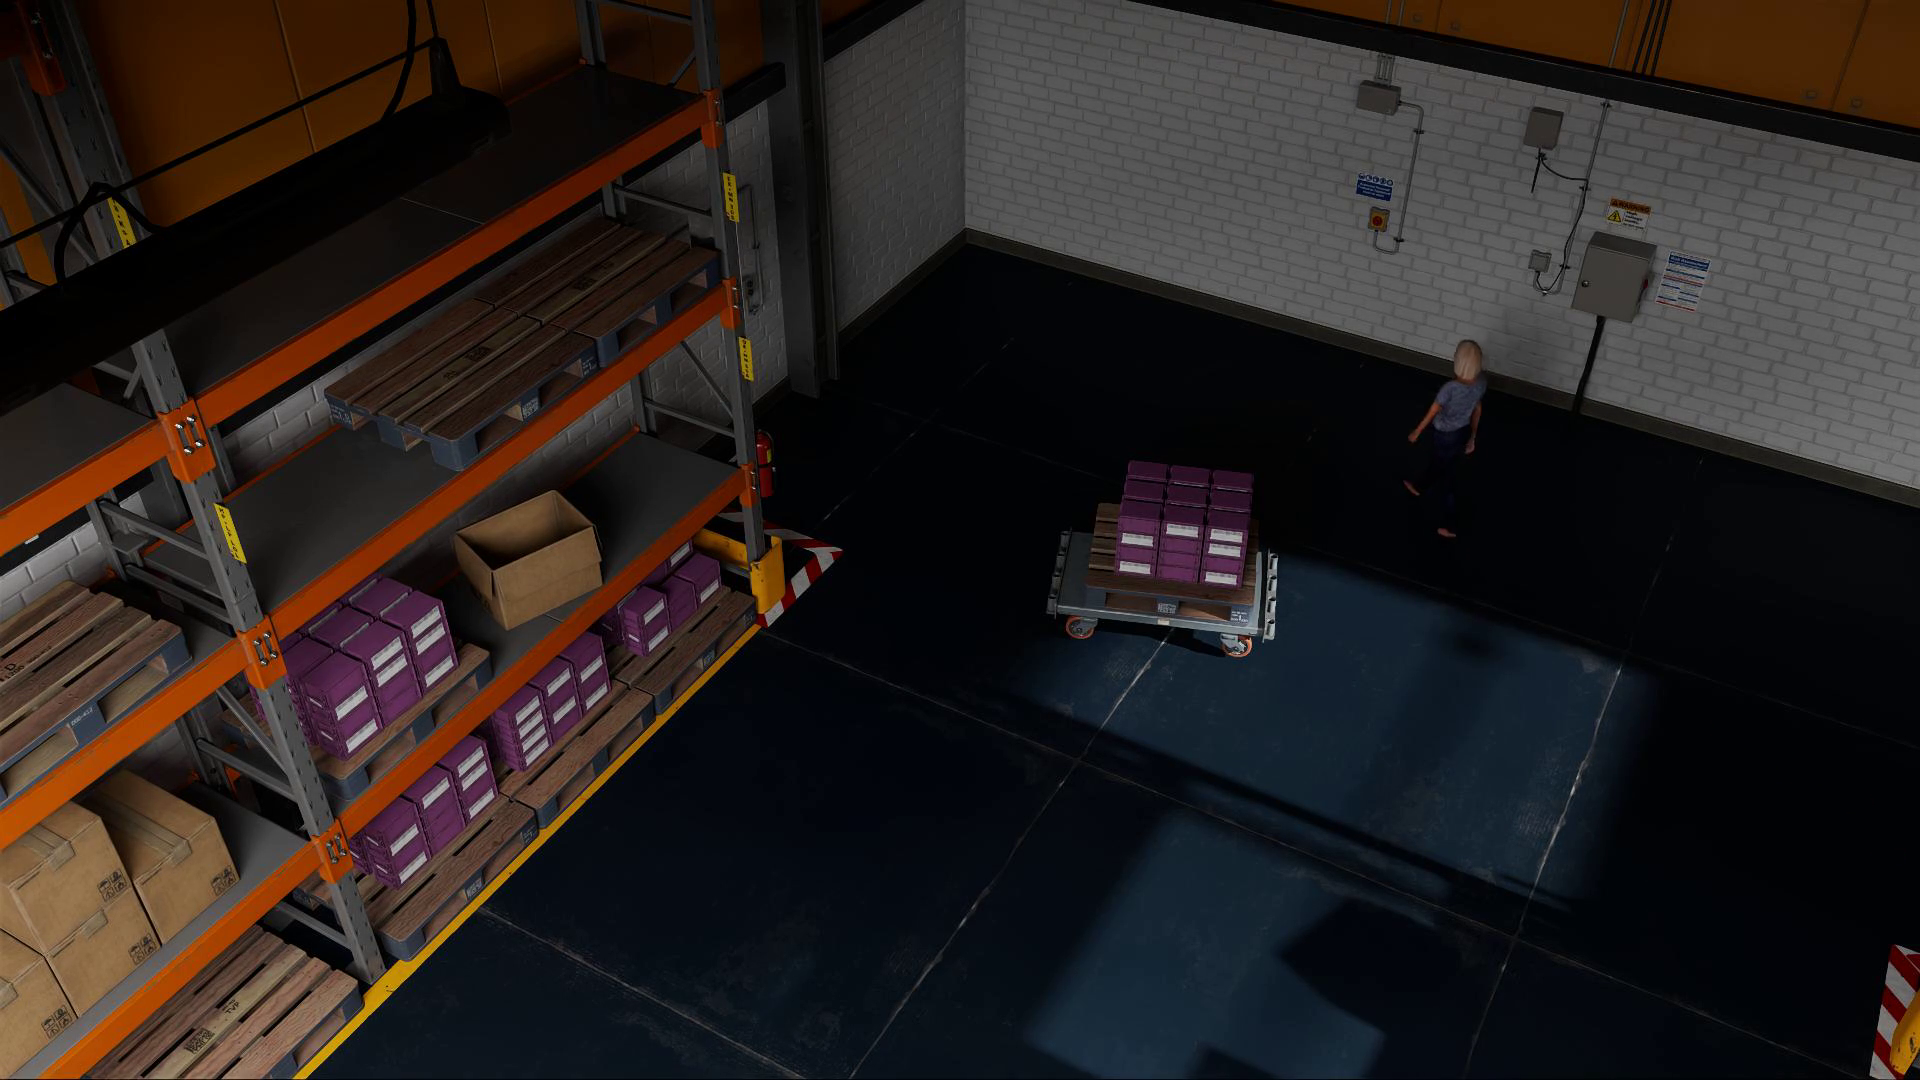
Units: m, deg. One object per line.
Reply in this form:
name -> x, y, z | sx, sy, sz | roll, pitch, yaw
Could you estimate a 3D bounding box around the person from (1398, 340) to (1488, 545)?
person -> 3.837, -0.720, 12.812 | 1.072, 1.685, 0.995 | -20, 43, -24
